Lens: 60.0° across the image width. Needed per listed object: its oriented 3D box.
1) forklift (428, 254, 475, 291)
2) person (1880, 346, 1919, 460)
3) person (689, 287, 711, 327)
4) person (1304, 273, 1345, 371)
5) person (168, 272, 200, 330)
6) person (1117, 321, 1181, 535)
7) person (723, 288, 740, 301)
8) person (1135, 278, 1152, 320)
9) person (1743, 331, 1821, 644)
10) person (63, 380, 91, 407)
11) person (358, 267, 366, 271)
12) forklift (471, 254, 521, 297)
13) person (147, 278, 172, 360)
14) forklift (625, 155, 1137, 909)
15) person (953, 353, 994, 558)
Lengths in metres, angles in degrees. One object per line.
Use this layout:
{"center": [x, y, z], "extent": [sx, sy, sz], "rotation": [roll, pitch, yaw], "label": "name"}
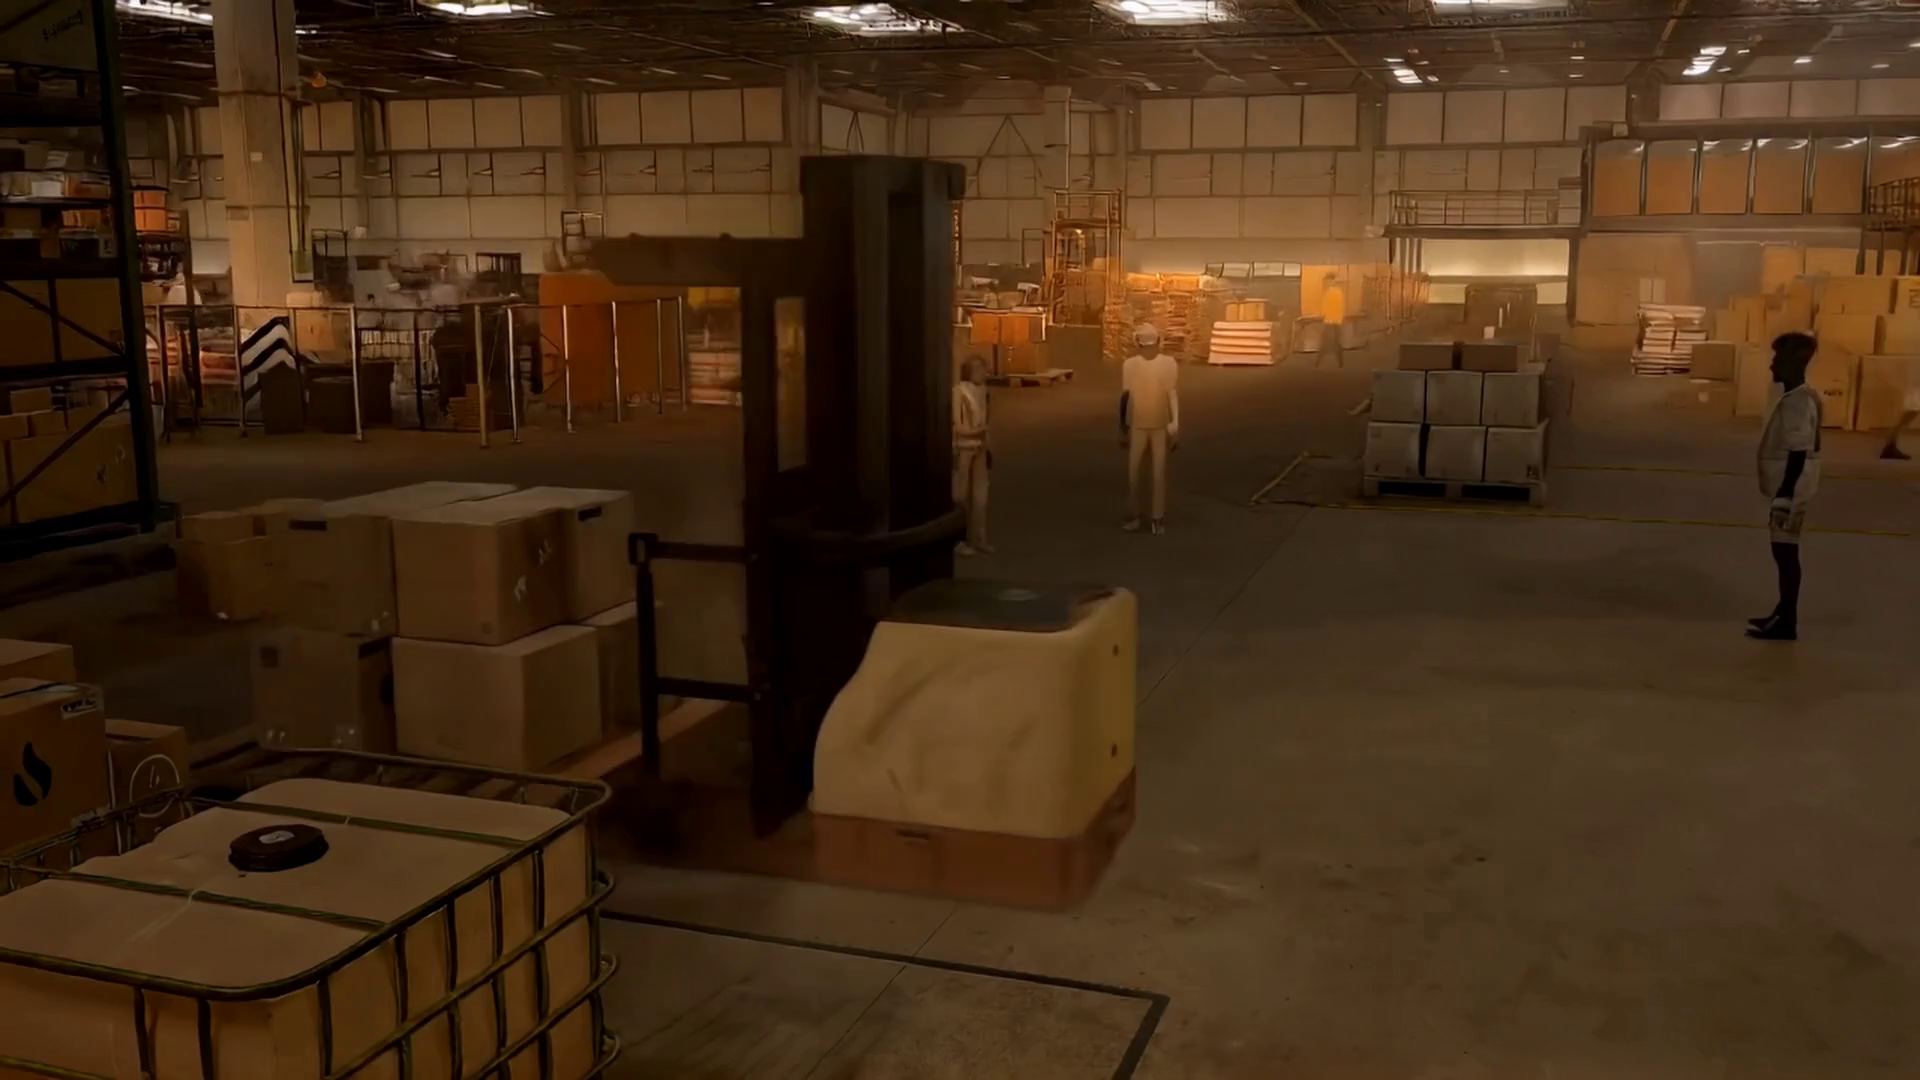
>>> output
{"center": [-20.133, -10.254, 65.465], "extent": [1.157, 1.987, 2.680], "rotation": [3, 11, 19], "label": "forklift"}
{"center": [11.207, -1.822, 19.155], "extent": [1.013, 1.888, 0.546], "rotation": [8, 13, 39], "label": "person"}
{"center": [-7.042, -6.445, 45.177], "extent": [0.548, 1.874, 1.002], "rotation": [5, 11, 26], "label": "person"}
{"center": [7.313, -4.339, 33.142], "extent": [1.019, 1.938, 0.652], "rotation": [-3, 10, -16], "label": "person"}
{"center": [-17.914, -5.219, 38.333], "extent": [0.679, 1.854, 0.979], "rotation": [-2, 10, -13], "label": "person"}
{"center": [1.650, -0.966, 14.424], "extent": [0.541, 1.853, 0.417], "rotation": [2, 10, 10], "label": "person"}
{"center": [-6.383, -6.757, 46.644], "extent": [0.608, 2.005, 1.051], "rotation": [4, 11, 21], "label": "person"}
{"center": [4.319, -5.310, 39.239], "extent": [0.501, 1.716, 0.815], "rotation": [7, 12, 34], "label": "person"}
{"center": [5.207, -0.328, 10.491], "extent": [0.361, 1.964, 0.618], "rotation": [6, 12, 29], "label": "person"}
{"center": [-11.338, -2.138, 21.254], "extent": [0.316, 1.767, 0.535], "rotation": [-1, 10, -6], "label": "person"}
{"center": [-20.658, -8.603, 57.782], "extent": [0.887, 1.727, 0.532], "rotation": [-1, 10, -8], "label": "person"}
{"center": [-17.990, -10.121, 64.684], "extent": [1.157, 1.987, 2.680], "rotation": [3, 11, 17], "label": "forklift"}
{"center": [-16.700, -4.509, 34.495], "extent": [0.806, 1.799, 0.591], "rotation": [5, 11, 24], "label": "person"}
{"center": [-0.282, -0.111, 6.698], "extent": [1.873, 2.768, 1.129], "rotation": [3, 11, 19], "label": "forklift"}
{"center": [0.062, -0.688, 13.448], "extent": [0.309, 1.638, 0.518], "rotation": [8, 13, 39], "label": "person"}
